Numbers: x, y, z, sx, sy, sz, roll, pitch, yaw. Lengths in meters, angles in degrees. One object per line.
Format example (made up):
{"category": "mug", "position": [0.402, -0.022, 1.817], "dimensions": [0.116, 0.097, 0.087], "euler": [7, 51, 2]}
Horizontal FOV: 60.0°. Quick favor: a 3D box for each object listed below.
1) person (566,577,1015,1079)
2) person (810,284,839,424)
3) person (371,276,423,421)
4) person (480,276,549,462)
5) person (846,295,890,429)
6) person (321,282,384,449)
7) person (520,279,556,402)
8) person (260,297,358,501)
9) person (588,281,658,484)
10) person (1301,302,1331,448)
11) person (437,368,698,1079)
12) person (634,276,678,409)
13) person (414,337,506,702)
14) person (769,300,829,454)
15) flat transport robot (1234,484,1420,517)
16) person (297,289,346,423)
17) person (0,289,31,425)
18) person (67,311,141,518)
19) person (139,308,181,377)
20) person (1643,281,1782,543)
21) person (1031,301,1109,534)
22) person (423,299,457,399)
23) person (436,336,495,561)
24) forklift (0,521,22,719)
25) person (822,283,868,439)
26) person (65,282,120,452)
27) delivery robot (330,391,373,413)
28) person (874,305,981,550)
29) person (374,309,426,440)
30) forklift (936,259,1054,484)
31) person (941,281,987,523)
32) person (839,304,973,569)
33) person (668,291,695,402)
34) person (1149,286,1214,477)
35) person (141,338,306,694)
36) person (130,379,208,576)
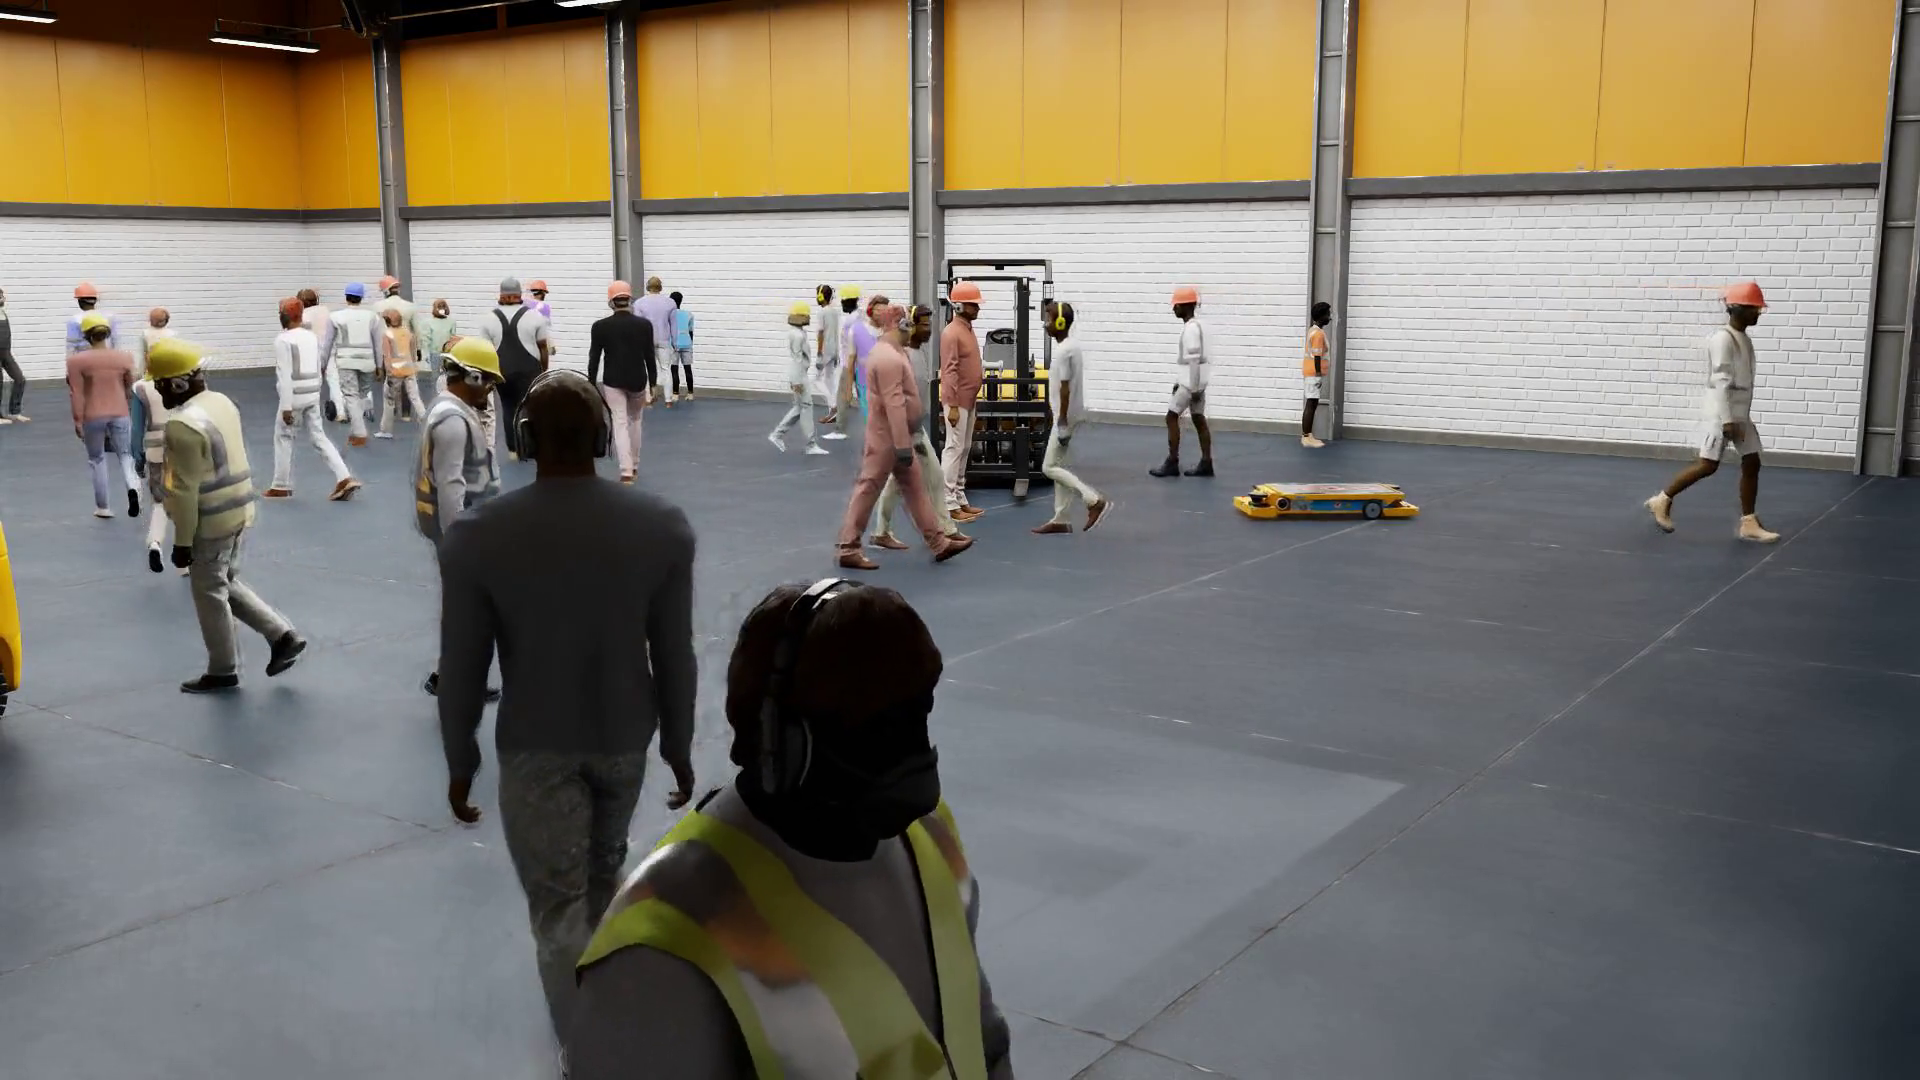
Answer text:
{"category": "person", "position": [-0.054, 0.945, 1.919], "dimensions": [0.762, 1.818, 0.631], "euler": [4, 10, 23]}
{"category": "person", "position": [-1.785, -2.451, 22.011], "dimensions": [0.402, 1.852, 0.547], "euler": [4, 10, 23]}
{"category": "person", "position": [-7.690, -2.613, 22.687], "dimensions": [0.680, 1.943, 0.914], "euler": [-5, 11, -26]}
{"category": "person", "position": [-4.757, -1.837, 17.803], "dimensions": [0.688, 2.000, 0.818], "euler": [0, 10, -1]}
{"category": "person", "position": [-0.775, -1.489, 16.390], "dimensions": [0.593, 1.811, 0.783], "euler": [-5, 11, -28]}
{"category": "person", "position": [-7.026, -2.019, 19.240], "dimensions": [0.656, 1.911, 0.659], "euler": [-8, 13, -40]}
{"category": "person", "position": [-6.469, -3.010, 25.256], "dimensions": [0.556, 1.892, 0.994], "euler": [8, 12, 40]}
{"category": "person", "position": [-5.890, -1.259, 14.959], "dimensions": [0.959, 1.848, 0.589], "euler": [3, 10, 18]}
{"category": "person", "position": [-3.297, -1.528, 16.183], "dimensions": [0.640, 1.953, 0.930], "euler": [-4, 10, -21]}
{"category": "person", "position": [4.133, -1.914, 19.317], "dimensions": [0.321, 1.690, 0.530], "euler": [1, 10, 8]}
{"category": "person", "position": [-0.956, 0.523, 4.172], "dimensions": [0.640, 1.908, 0.959], "euler": [-5, 11, -25]}
{"category": "person", "position": [-4.451, -2.891, 24.382], "dimensions": [0.636, 1.937, 0.358], "euler": [-4, 10, -21]}
{"category": "person", "position": [-2.382, -0.073, 7.988], "dimensions": [0.438, 1.800, 0.630], "euler": [-4, 10, -20]}
{"category": "person", "position": [-1.806, -1.815, 18.604], "dimensions": [0.572, 1.737, 0.503], "euler": [-1, 10, -7]}
{"category": "flat transport robot", "position": [3.115, -0.345, 14.176], "dimensions": [1.431, 0.197, 0.652], "euler": [0, 10, -3]}
{"category": "person", "position": [-8.562, -2.458, 22.270], "dimensions": [0.969, 1.791, 0.697], "euler": [9, 13, 41]}
{"category": "person", "position": [-12.538, -2.405, 21.836], "dimensions": [0.614, 1.819, 0.539], "euler": [1, 10, 4]}
{"category": "person", "position": [-7.081, -1.025, 13.809], "dimensions": [0.533, 1.744, 0.687], "euler": [-8, 12, -39]}
{"category": "person", "position": [-9.588, -1.983, 20.004], "dimensions": [0.524, 1.593, 0.879], "euler": [1, 10, 8]}
{"category": "person", "position": [5.885, -0.997, 12.893], "dimensions": [0.610, 2.012, 0.964], "euler": [-9, 13, -42]}
{"category": "person", "position": [0.860, -0.942, 13.039], "dimensions": [0.531, 1.854, 0.528], "euler": [2, 10, 13]}
{"category": "person", "position": [-7.512, -2.682, 24.120], "dimensions": [0.513, 1.615, 0.586], "euler": [-6, 11, -30]}
{"category": "person", "position": [-3.537, -0.640, 11.885], "dimensions": [0.504, 1.632, 0.270], "euler": [5, 11, 26]}
{"category": "forklift", "position": [-5.296, -0.090, 6.943], "dimensions": [1.214, 2.155, 2.313], "euler": [7, 12, 35]}
{"category": "person", "position": [-1.213, -2.149, 20.102], "dimensions": [0.868, 1.901, 0.585], "euler": [3, 10, 15]}
{"category": "person", "position": [-9.925, -1.958, 18.914], "dimensions": [0.875, 1.905, 0.570], "euler": [6, 11, 31]}
{"category": "delivery robot", "position": [-8.217, -1.922, 22.449], "dimensions": [0.477, 0.478, 0.707], "euler": [-8, 13, -41]}
{"category": "person", "position": [-0.267, -0.808, 12.306], "dimensions": [0.902, 1.832, 0.520], "euler": [4, 10, 24]}
{"category": "person", "position": [-6.738, -1.997, 20.095], "dimensions": [0.869, 1.592, 0.525], "euler": [5, 11, 28]}
{"category": "forklift", "position": [0.370, -1.738, 16.759], "dimensions": [1.214, 2.155, 2.313], "euler": [1, 10, 3]}
{"category": "person", "position": [0.029, -1.150, 13.847], "dimensions": [0.397, 1.992, 0.622], "euler": [3, 10, 15]}
{"category": "person", "position": [-0.406, -0.720, 11.712], "dimensions": [0.986, 1.844, 0.688], "euler": [0, 10, 0]}
{"category": "person", "position": [-4.307, -2.948, 25.472], "dimensions": [0.545, 1.691, 0.321], "euler": [-7, 12, -35]}
{"category": "person", "position": [2.209, -1.568, 16.608], "dimensions": [0.771, 1.908, 0.572], "euler": [3, 10, 15]}
{"category": "person", "position": [-3.659, -0.099, 8.198], "dimensions": [0.576, 1.798, 0.625], "euler": [-1, 10, -5]}
{"category": "person", "position": [-5.365, -0.541, 11.321], "dimensions": [0.520, 1.630, 0.423], "euler": [-1, 10, -6]}
